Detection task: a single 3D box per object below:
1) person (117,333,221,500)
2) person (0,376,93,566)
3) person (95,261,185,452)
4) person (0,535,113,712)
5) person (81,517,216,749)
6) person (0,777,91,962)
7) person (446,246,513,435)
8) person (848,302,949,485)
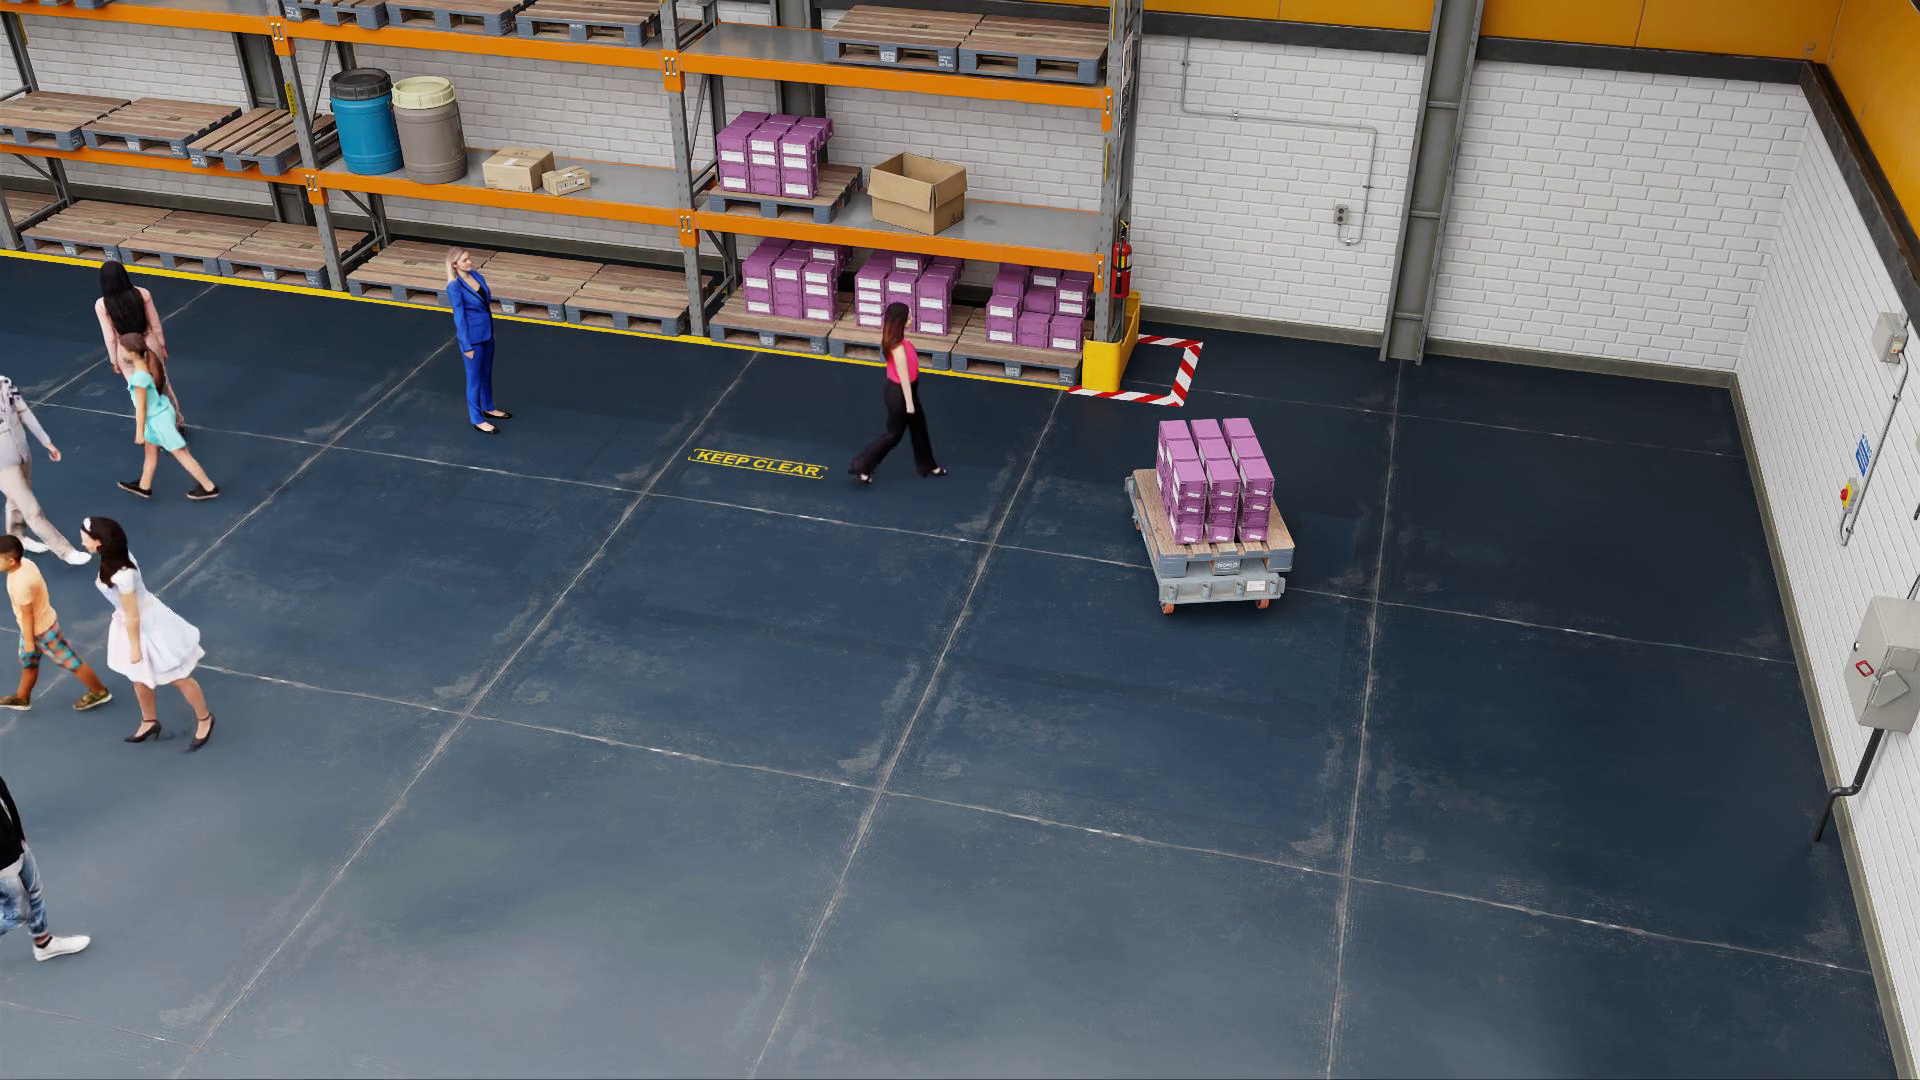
[{"bbox_3d":[-6.357,-0.956,13.386,1.087,1.518,0.805,-3,34,-5],"label":"person"},{"bbox_3d":[-7.281,-0.620,12.609,1.126,1.818,0.712,6,34,9],"label":"person"},{"bbox_3d":[-6.973,-1.576,14.135,0.701,1.721,0.721,-25,41,-33],"label":"person"},{"bbox_3d":[-6.098,0.565,11.177,0.995,1.429,0.916,-15,37,-22],"label":"person"},{"bbox_3d":[-5.226,0.608,10.782,0.996,1.796,0.955,-28,43,-35],"label":"person"},{"bbox_3d":[-5.414,1.711,9.125,1.073,1.792,0.954,-8,34,-11],"label":"person"},{"bbox_3d":[-4.213,-1.750,14.415,0.561,1.701,0.633,6,34,9],"label":"person"},{"bbox_3d":[-0.553,-1.144,13.571,1.142,1.626,0.854,-4,34,-5],"label":"person"}]
